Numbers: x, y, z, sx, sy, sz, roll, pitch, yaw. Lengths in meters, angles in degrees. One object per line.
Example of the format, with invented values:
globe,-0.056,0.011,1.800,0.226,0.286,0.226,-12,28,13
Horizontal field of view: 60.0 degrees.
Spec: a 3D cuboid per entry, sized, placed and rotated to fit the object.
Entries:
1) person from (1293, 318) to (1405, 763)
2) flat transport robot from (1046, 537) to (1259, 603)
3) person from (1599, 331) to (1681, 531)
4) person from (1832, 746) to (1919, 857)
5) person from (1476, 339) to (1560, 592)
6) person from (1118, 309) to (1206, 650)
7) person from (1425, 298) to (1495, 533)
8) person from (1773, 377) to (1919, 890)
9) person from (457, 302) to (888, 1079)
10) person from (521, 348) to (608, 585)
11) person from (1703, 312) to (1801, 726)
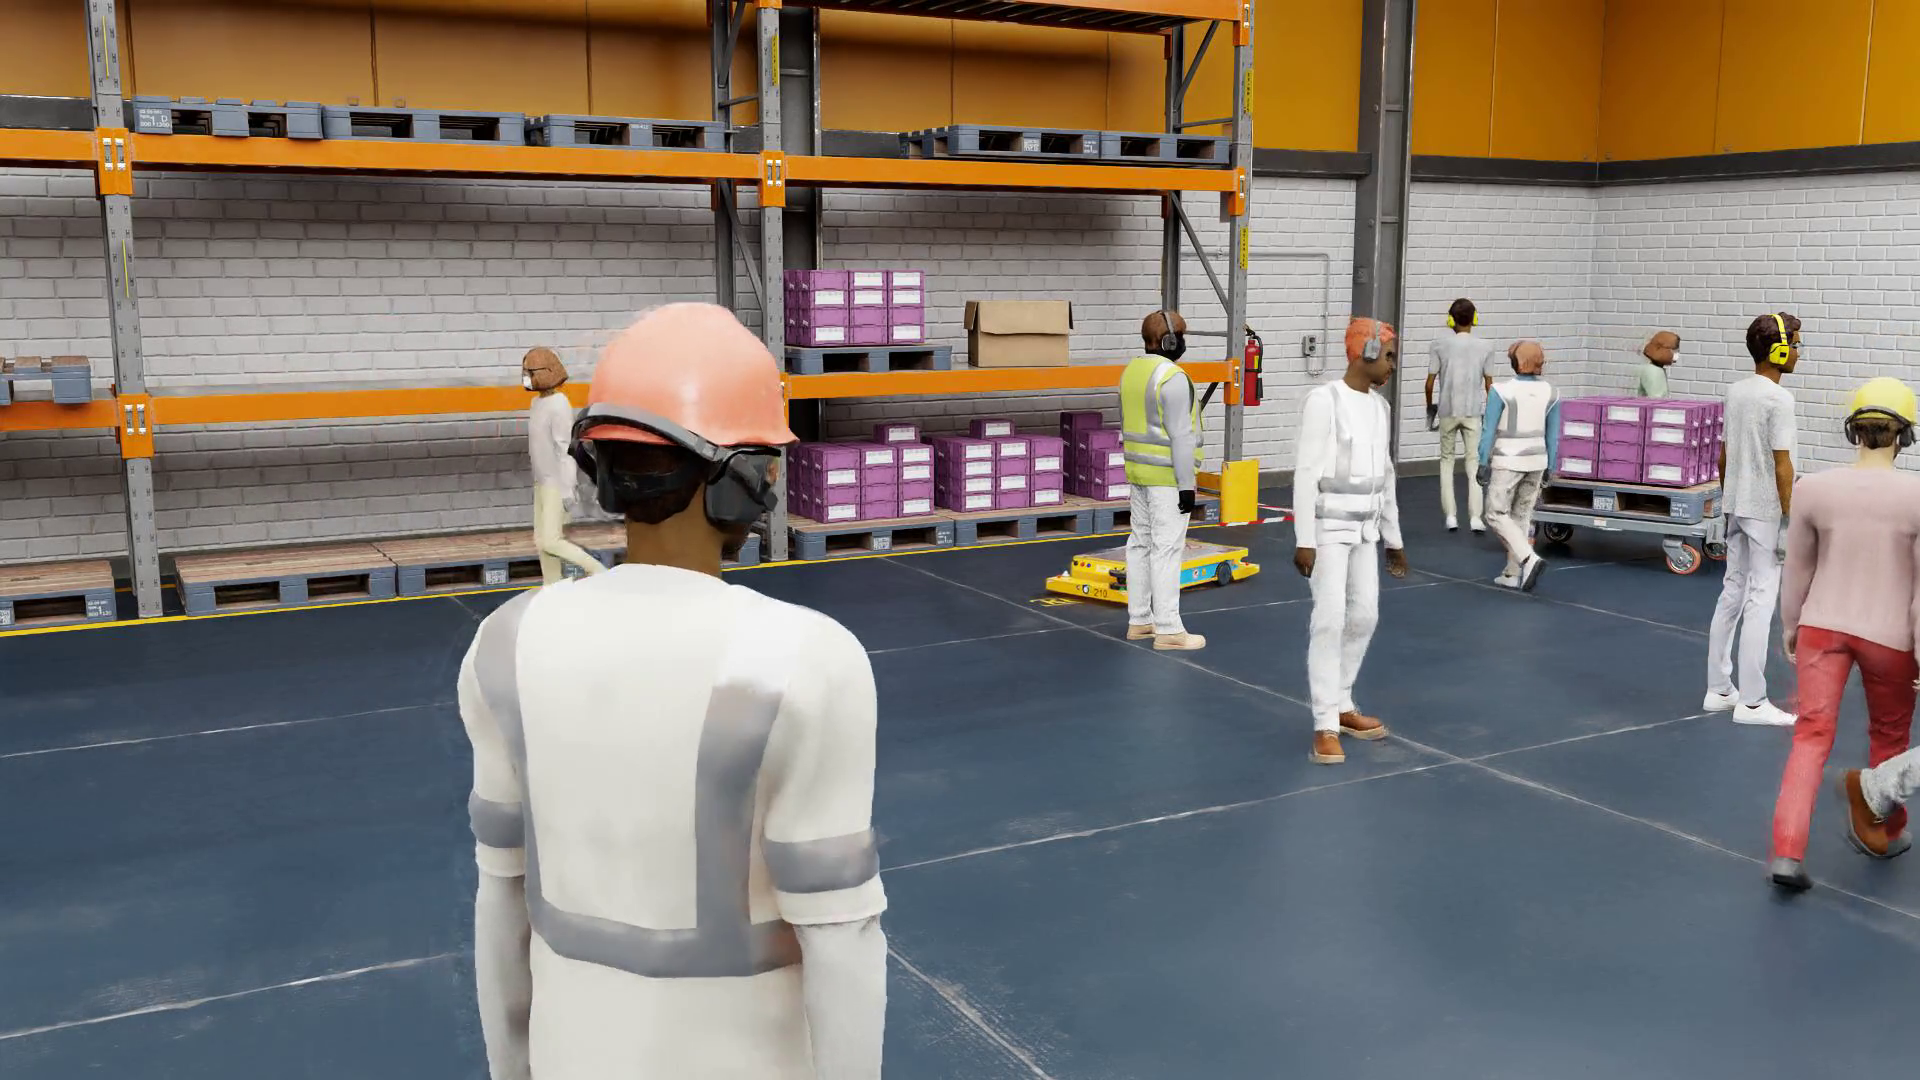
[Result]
person,1.620,-0.007,7.093,0.661,1.857,0.386,-8,12,-40
flat transport robot,1.268,0.179,10.768,0.652,0.197,1.431,9,13,43
person,5.368,-0.823,12.904,0.895,1.584,0.494,7,11,35
person,3.351,0.252,5.347,0.623,1.914,0.758,-8,12,-41
person,3.566,-0.455,10.531,0.523,1.618,0.594,-2,10,-15
person,1.109,-0.328,9.081,0.429,1.845,0.627,-4,10,-23
person,3.877,-0.949,12.899,0.538,1.853,0.443,2,9,10
person,3.013,0.310,5.596,0.529,1.712,0.921,9,13,42
person,-0.408,0.720,2.113,0.628,2.029,0.702,4,10,25
person,-2.316,-0.311,9.673,0.475,1.619,0.506,-5,11,-30
person,3.651,-0.095,7.578,0.328,1.872,0.510,-1,9,-7
